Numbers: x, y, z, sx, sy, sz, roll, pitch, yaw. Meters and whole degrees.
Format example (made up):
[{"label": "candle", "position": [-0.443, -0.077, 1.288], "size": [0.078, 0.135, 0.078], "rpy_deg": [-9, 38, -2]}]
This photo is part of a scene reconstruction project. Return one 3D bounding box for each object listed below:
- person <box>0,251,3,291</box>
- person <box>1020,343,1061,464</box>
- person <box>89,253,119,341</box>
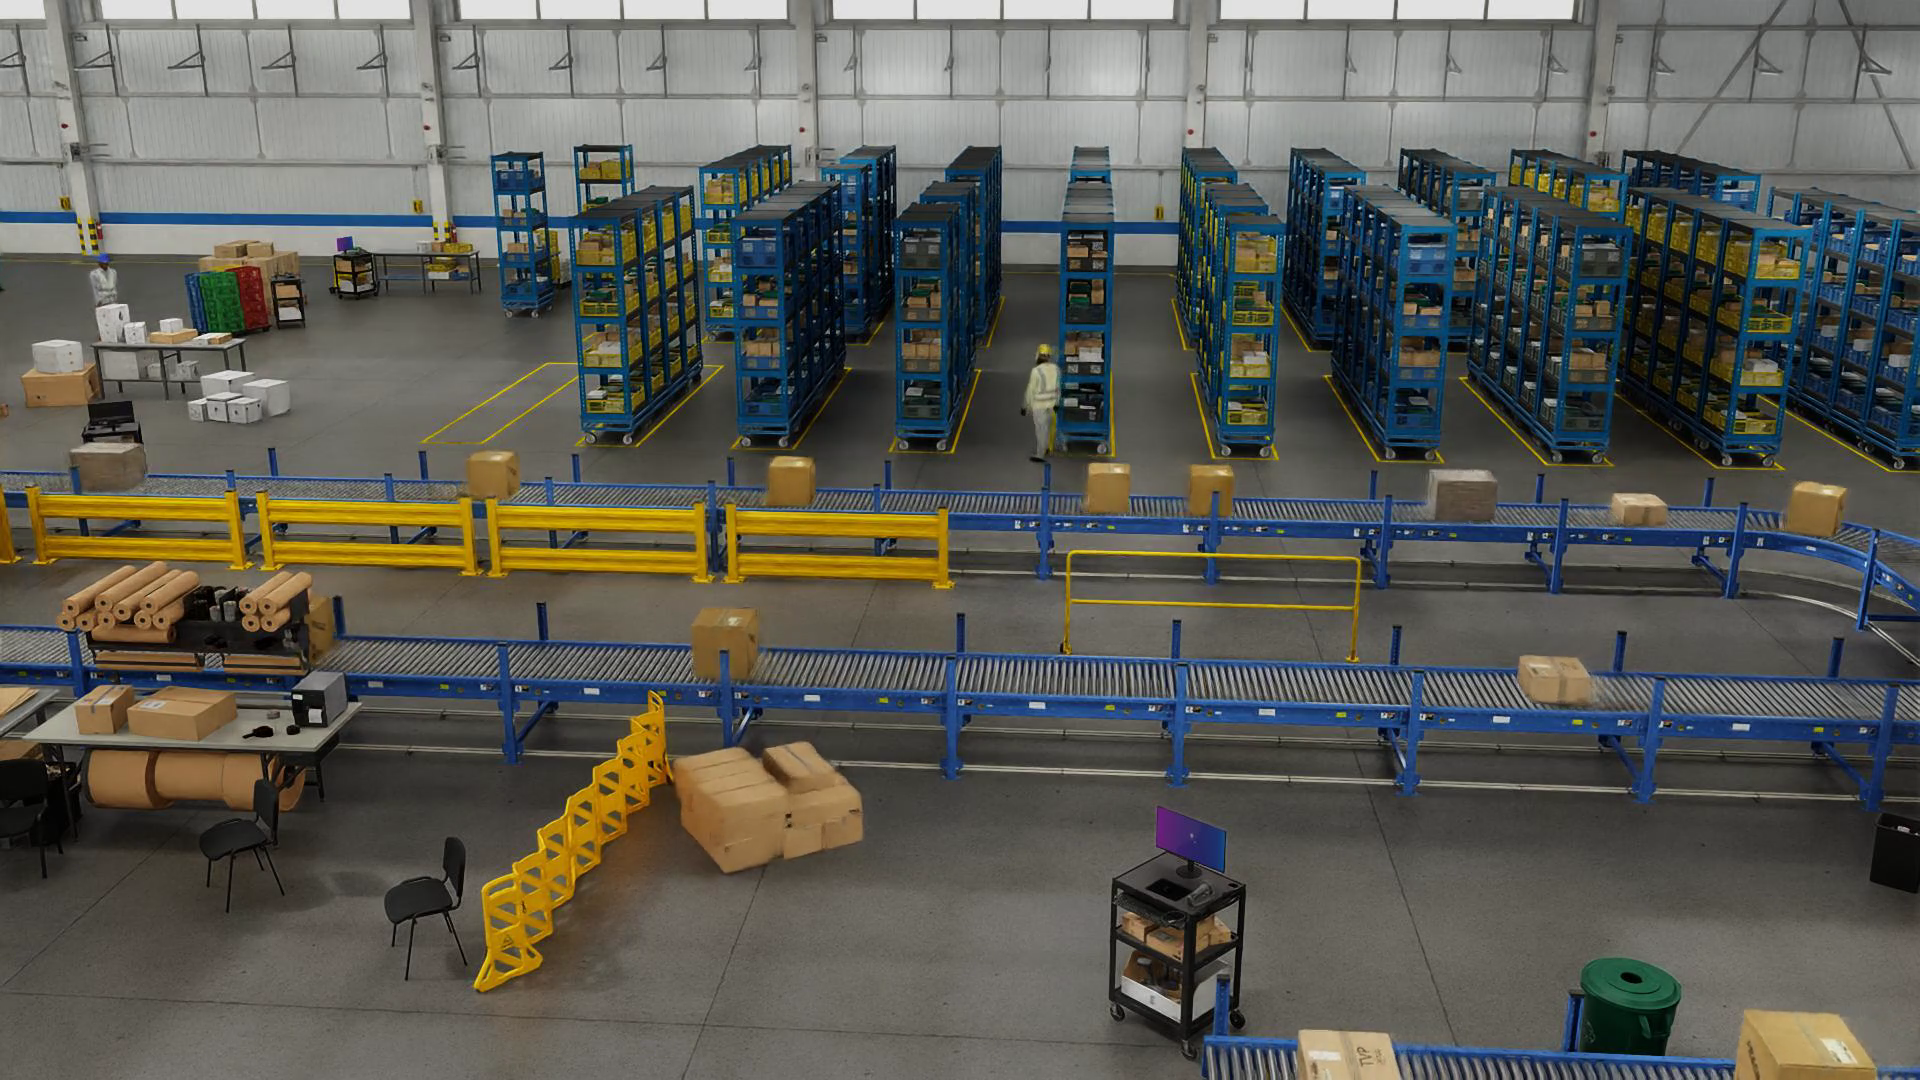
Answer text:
[{"label": "person", "position": [-23.904, -6.992, 40.906], "size": [0.547, 1.728, 0.564], "rpy_deg": [3, 18, 10]}, {"label": "person", "position": [1.212, -2.057, 25.118], "size": [0.448, 1.808, 0.655], "rpy_deg": [15, 23, 40]}, {"label": "person", "position": [-17.519, -4.938, 34.139], "size": [1.018, 1.901, 0.601], "rpy_deg": [13, 22, 36]}]
